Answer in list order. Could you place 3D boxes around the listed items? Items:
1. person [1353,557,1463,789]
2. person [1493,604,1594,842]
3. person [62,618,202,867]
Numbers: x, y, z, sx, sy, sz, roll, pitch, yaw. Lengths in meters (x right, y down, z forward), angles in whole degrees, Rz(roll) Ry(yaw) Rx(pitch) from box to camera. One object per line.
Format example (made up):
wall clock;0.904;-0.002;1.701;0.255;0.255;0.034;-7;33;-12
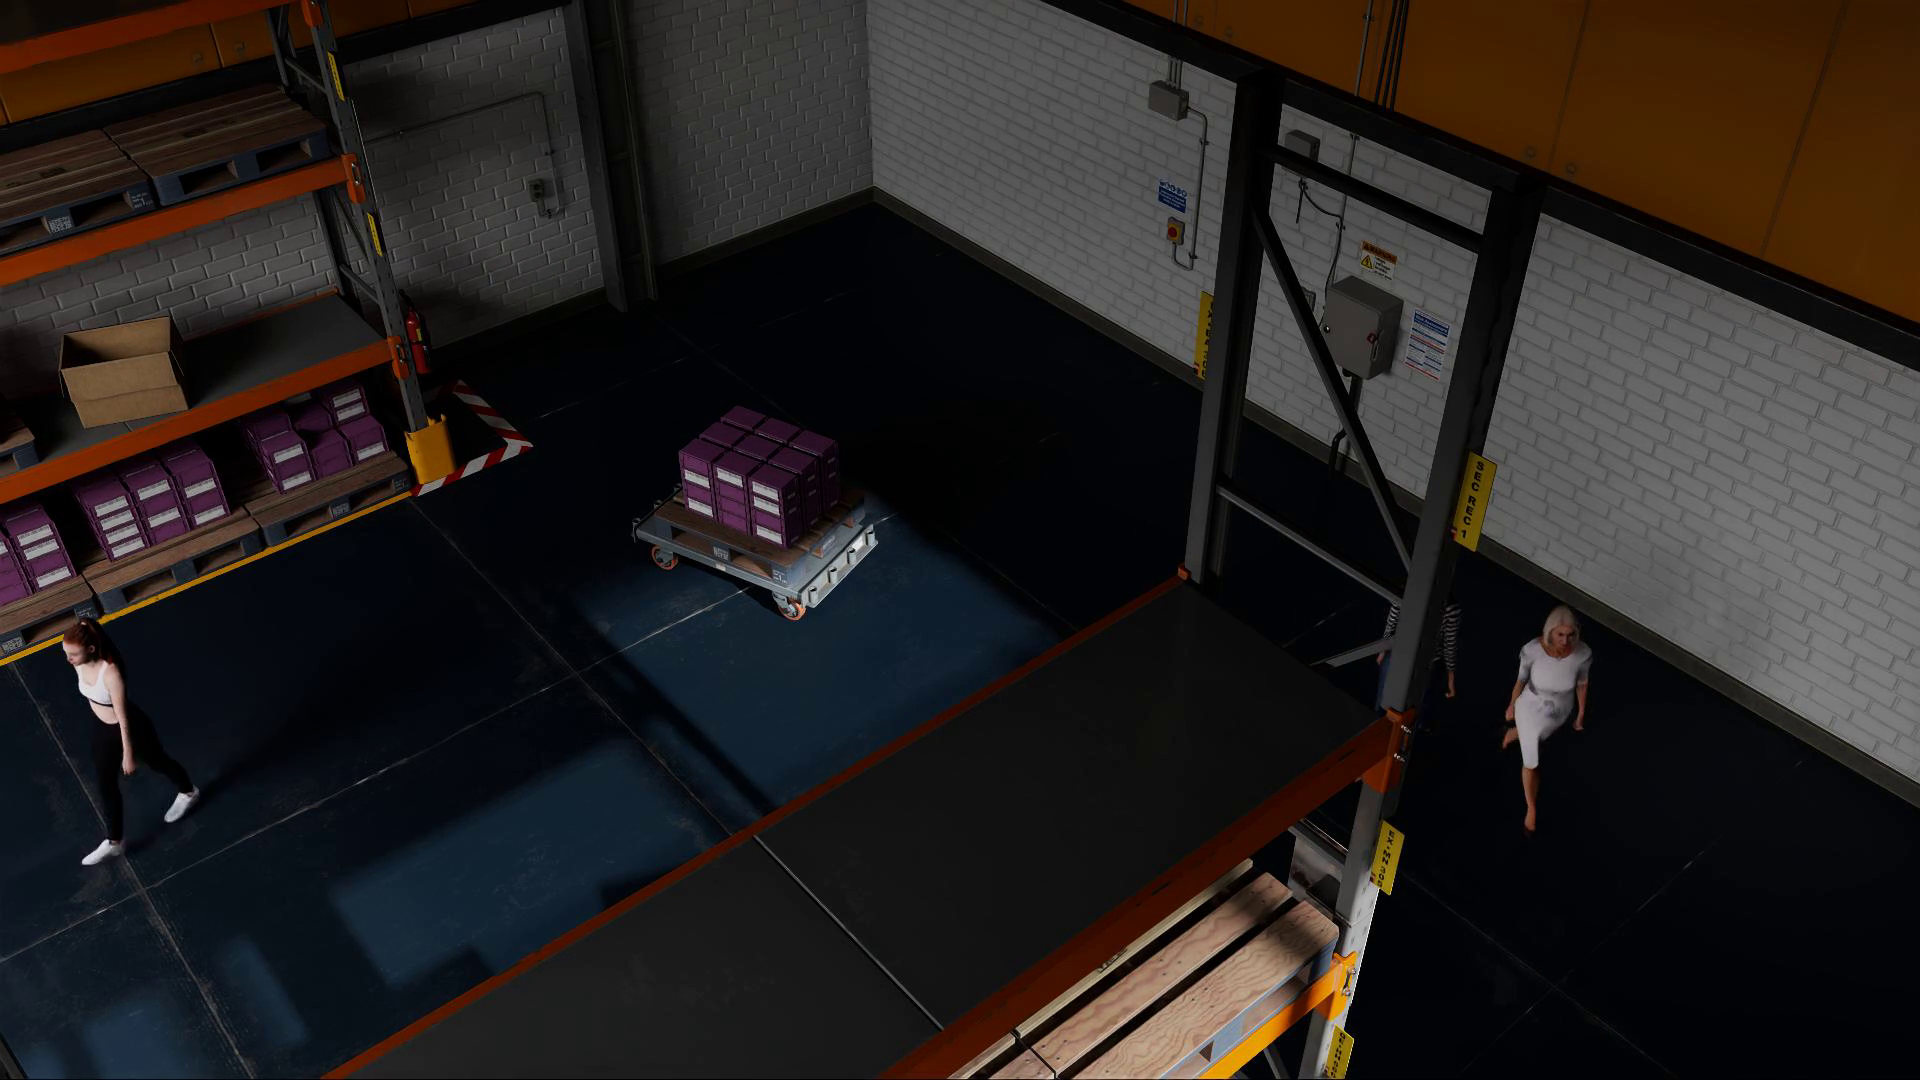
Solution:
person;2.786;0.868;10.352;0.907;1.733;1.193;17;42;20
person;3.546;0.993;10.215;1.089;1.708;1.127;-1;39;-1
person;-4.974;1.104;10.071;0.871;1.714;1.123;19;42;22
